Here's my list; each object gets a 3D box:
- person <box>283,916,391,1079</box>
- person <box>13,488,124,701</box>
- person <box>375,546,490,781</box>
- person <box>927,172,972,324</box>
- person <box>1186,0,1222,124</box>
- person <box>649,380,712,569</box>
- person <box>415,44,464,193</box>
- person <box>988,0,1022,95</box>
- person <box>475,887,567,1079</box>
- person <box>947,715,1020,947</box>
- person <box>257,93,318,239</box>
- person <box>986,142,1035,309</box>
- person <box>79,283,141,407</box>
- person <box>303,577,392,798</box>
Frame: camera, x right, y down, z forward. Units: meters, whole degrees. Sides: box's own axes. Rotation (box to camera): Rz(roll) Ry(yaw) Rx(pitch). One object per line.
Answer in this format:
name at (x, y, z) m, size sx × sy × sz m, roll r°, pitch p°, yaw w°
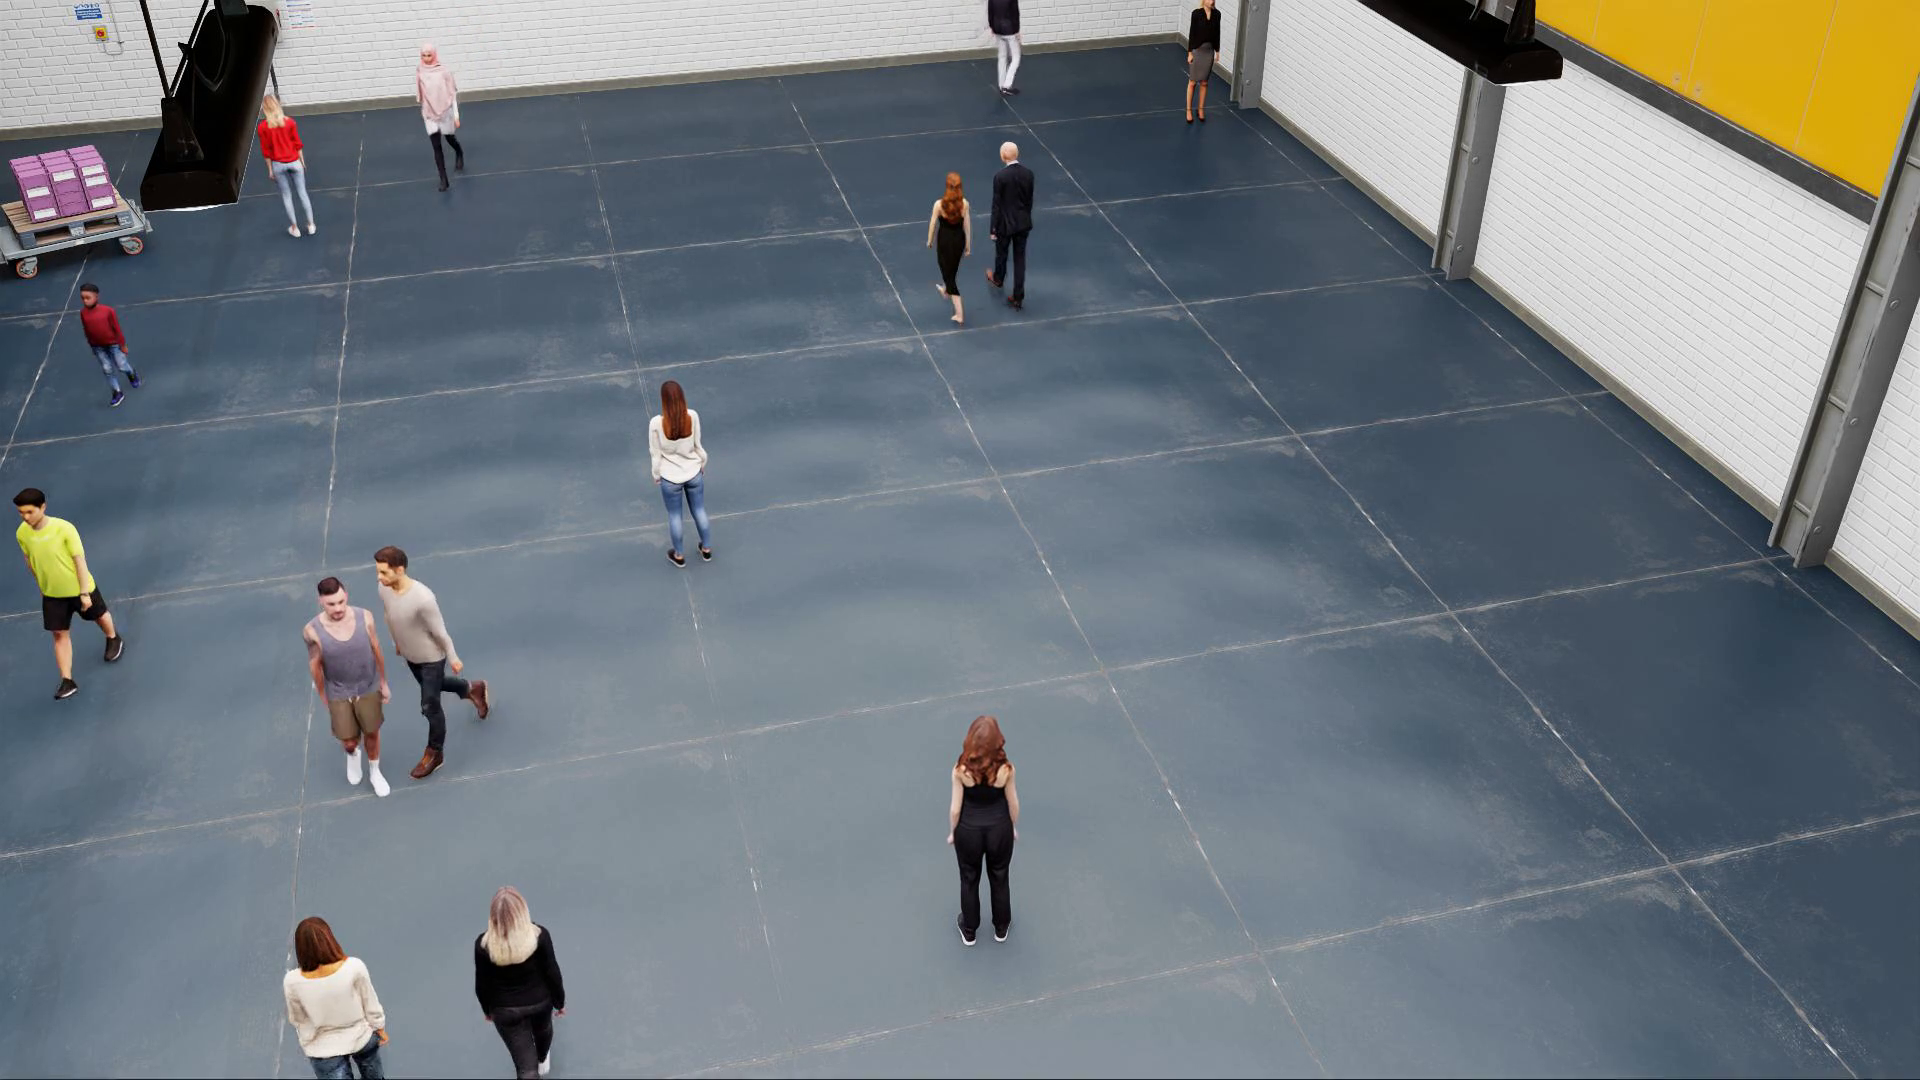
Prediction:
person at (-3.305, 2.752, 8.890) m, size 0.675 × 1.637 × 1.101 m, roll -11°, pitch 35°, yaw -16°
person at (-6.704, 0.306, 12.559) m, size 0.747 × 1.650 × 1.147 m, roll -3°, pitch 34°, yaw -5°
person at (-3.700, 0.757, 11.713) m, size 1.155 × 1.835 × 1.224 m, roll 15°, pitch 36°, yaw 21°
person at (-0.072, -3.072, 17.709) m, size 0.692 × 1.574 × 1.142 m, roll -14°, pitch 36°, yaw -20°
person at (3.316, -6.646, 22.846) m, size 0.603 × 1.840 × 0.532 m, roll -8°, pitch 34°, yaw -11°
person at (-2.312, -0.548, 13.808) m, size 0.639 × 1.689 × 0.598 m, roll -14°, pitch 36°, yaw -20°
person at (-6.543, -5.379, 21.003) m, size 0.840 × 1.770 × 1.245 m, roll -1°, pitch 34°, yaw -1°
person at (0.617, -7.255, 23.765) m, size 0.843 × 1.836 × 0.913 m, roll 20°, pitch 39°, yaw 27°
person at (-2.377, 2.615, 9.087) m, size 0.649 × 1.647 × 1.123 m, roll -11°, pitch 35°, yaw -15°
person at (0.142, 1.792, 10.235) m, size 0.625 × 1.747 × 0.557 m, roll -3°, pitch 34°, yaw -5°
person at (-7.947, -4.419, 19.619) m, size 0.666 × 1.703 × 0.599 m, roll -18°, pitch 38°, yaw -25°
person at (0.610, -3.357, 17.977) m, size 0.750 × 1.752 × 1.095 m, roll -13°, pitch 36°, yaw -18°
person at (-8.362, -1.963, 16.337) m, size 0.562 × 1.247 × 0.681 m, roll -4°, pitch 34°, yaw -6°
person at (-4.201, 0.958, 11.486) m, size 0.714 × 1.829 × 0.768 m, roll -17°, pitch 37°, yaw -24°
